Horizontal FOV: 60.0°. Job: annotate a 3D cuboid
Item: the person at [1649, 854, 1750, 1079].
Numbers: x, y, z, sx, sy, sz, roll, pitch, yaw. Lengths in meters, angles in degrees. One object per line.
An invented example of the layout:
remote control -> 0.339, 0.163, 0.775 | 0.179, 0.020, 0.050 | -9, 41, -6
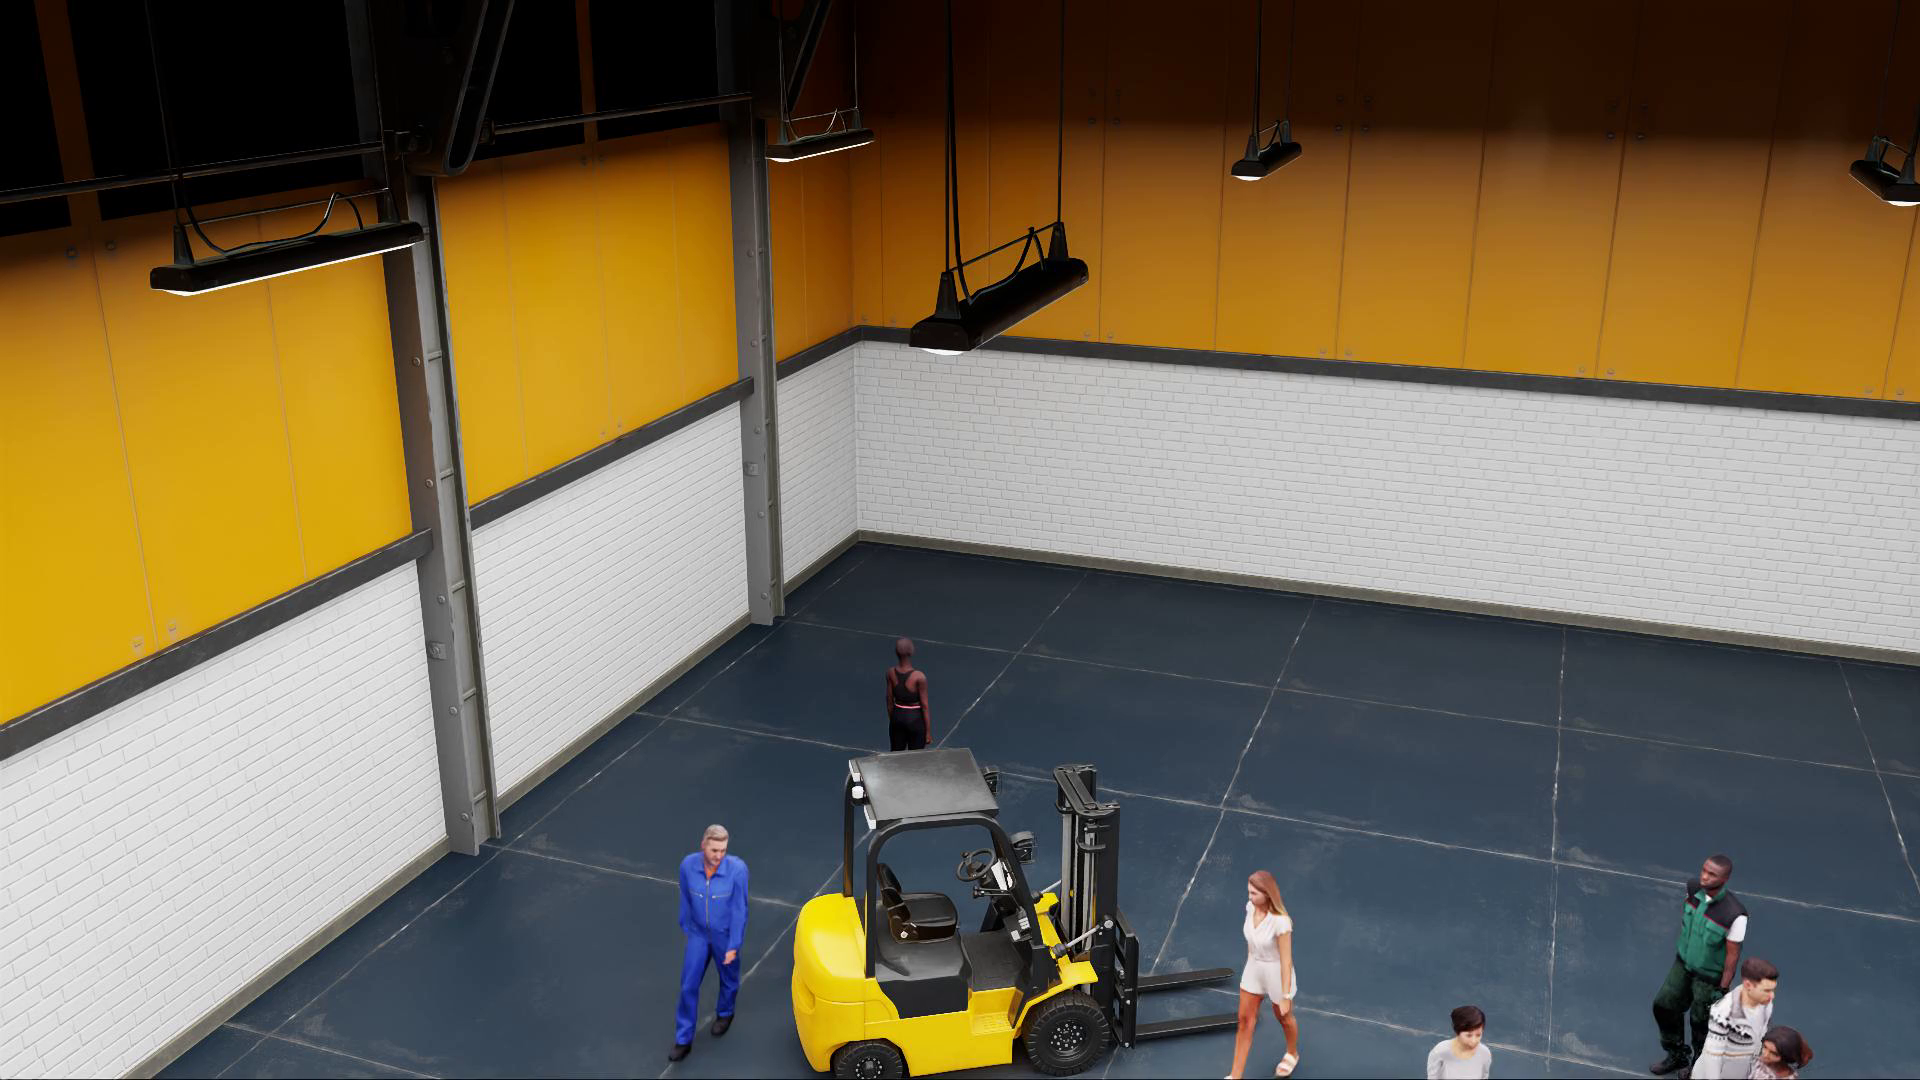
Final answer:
person -> 5.285, 2.997, 11.667 | 0.912, 1.818, 0.847 | -8, 20, -21

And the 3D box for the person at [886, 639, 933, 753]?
person -> -0.498, 1.739, 15.492 | 0.586, 1.760, 0.530 | 8, 20, 22

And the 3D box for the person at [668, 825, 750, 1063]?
person -> -1.753, 2.845, 12.160 | 0.847, 1.791, 1.055 | 3, 19, 9

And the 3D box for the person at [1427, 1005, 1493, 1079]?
person -> 3.071, 3.564, 10.449 | 0.746, 1.520, 1.100 | 1, 19, 4

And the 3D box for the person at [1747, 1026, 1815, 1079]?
person -> 4.924, 3.656, 9.954 | 1.119, 1.663, 1.165 | -5, 19, -15

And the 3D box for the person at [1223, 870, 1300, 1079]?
person -> 2.227, 3.069, 11.720 | 1.210, 1.648, 1.064 | -15, 24, -37

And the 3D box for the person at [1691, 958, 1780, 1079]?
person -> 4.785, 3.373, 10.566 | 1.192, 1.808, 1.235 | -10, 21, -27
